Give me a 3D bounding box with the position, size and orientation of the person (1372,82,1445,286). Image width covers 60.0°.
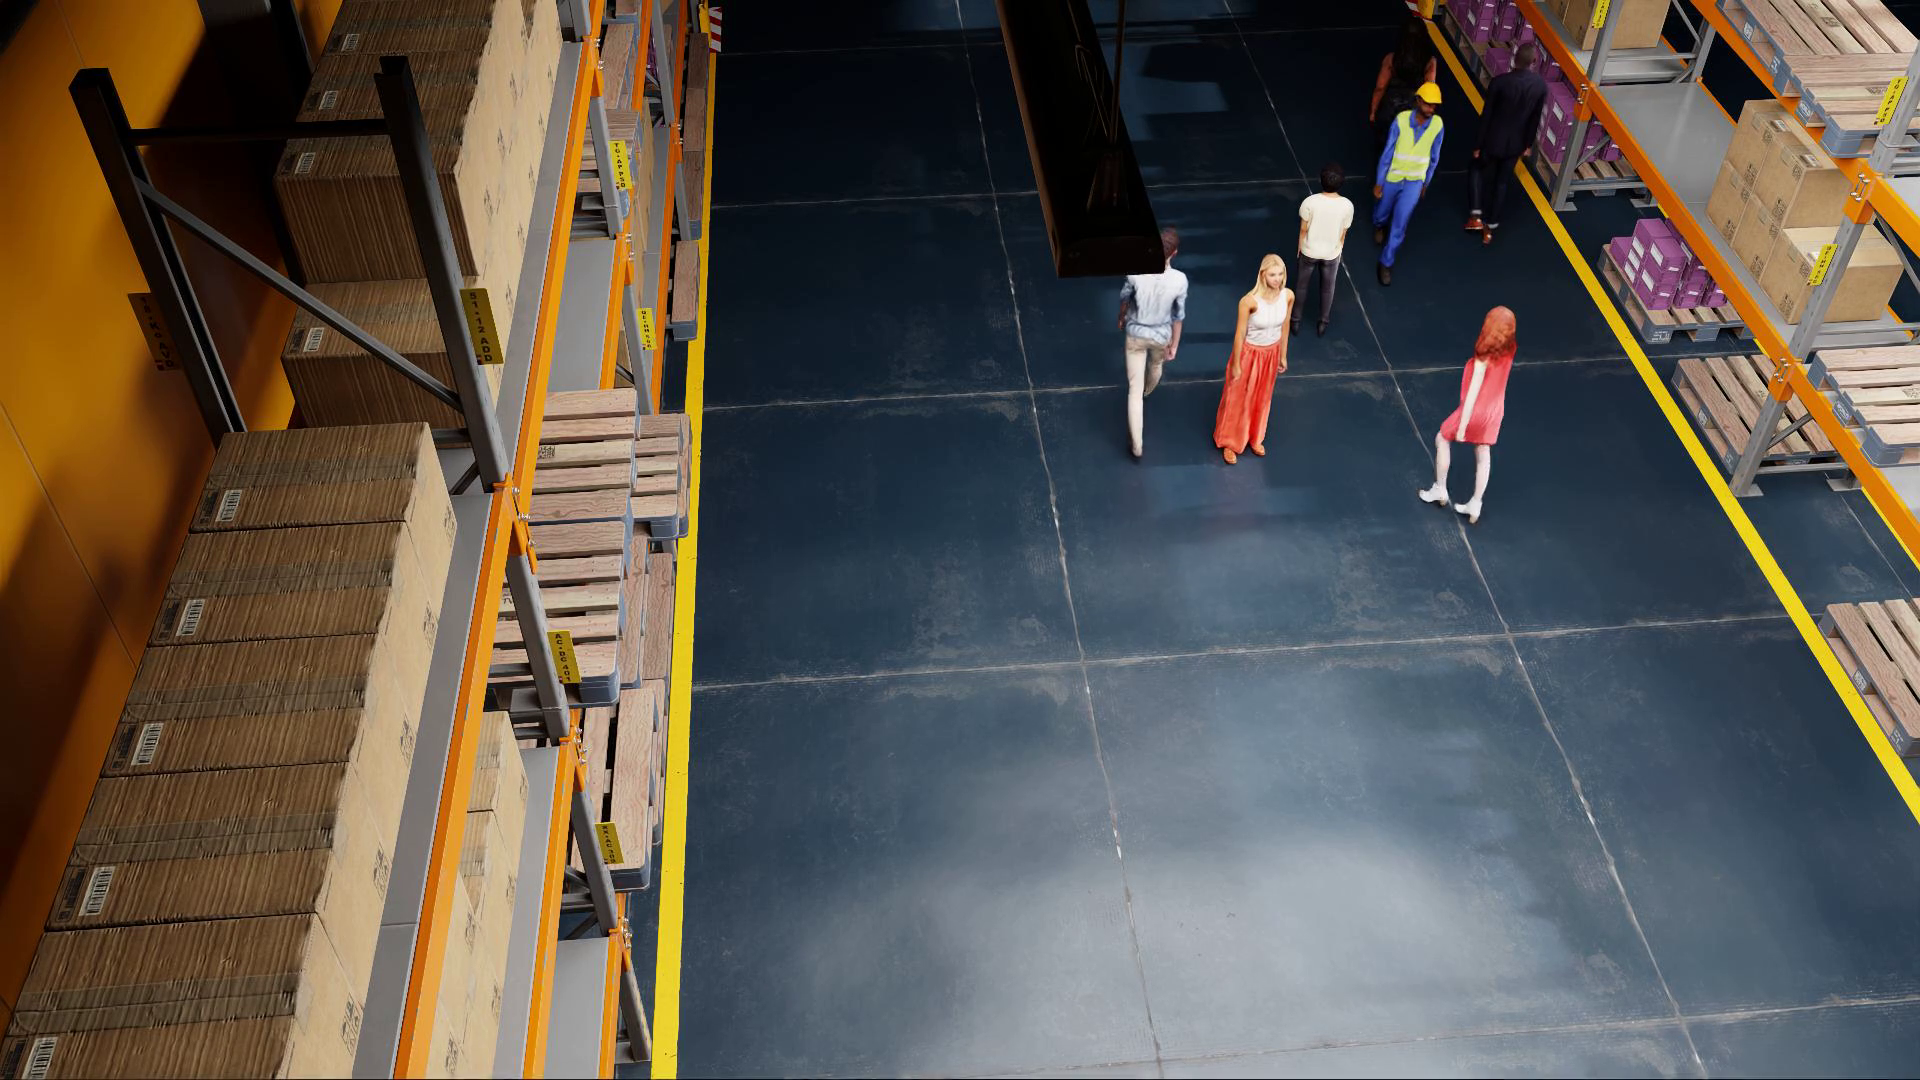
[{"bbox_3d":[3.796,-3.153,14.329,0.827,1.783,1.173,6,44,7],"label":"person"}]

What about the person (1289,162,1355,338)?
[{"bbox_3d":[2.954,-2.361,13.644,0.620,1.581,0.541,4,44,4],"label":"person"}]

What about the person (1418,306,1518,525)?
[{"bbox_3d":[3.768,-0.828,11.872,0.791,1.806,0.855,-27,50,-25],"label":"person"}]

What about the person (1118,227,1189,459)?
[{"bbox_3d":[1.412,-1.452,12.540,0.812,1.788,1.300,3,44,3],"label":"person"}]

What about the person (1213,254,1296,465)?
[{"bbox_3d":[2.217,-1.372,12.446,0.686,1.802,0.668,-13,45,-14],"label":"person"}]

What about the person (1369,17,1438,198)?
[{"bbox_3d":[3.978,-3.819,15.010,0.734,1.808,0.712,4,44,5],"label":"person"}]

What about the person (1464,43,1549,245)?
[{"bbox_3d":[4.765,-3.420,14.604,0.748,1.791,0.711,1,44,1],"label":"person"}]
